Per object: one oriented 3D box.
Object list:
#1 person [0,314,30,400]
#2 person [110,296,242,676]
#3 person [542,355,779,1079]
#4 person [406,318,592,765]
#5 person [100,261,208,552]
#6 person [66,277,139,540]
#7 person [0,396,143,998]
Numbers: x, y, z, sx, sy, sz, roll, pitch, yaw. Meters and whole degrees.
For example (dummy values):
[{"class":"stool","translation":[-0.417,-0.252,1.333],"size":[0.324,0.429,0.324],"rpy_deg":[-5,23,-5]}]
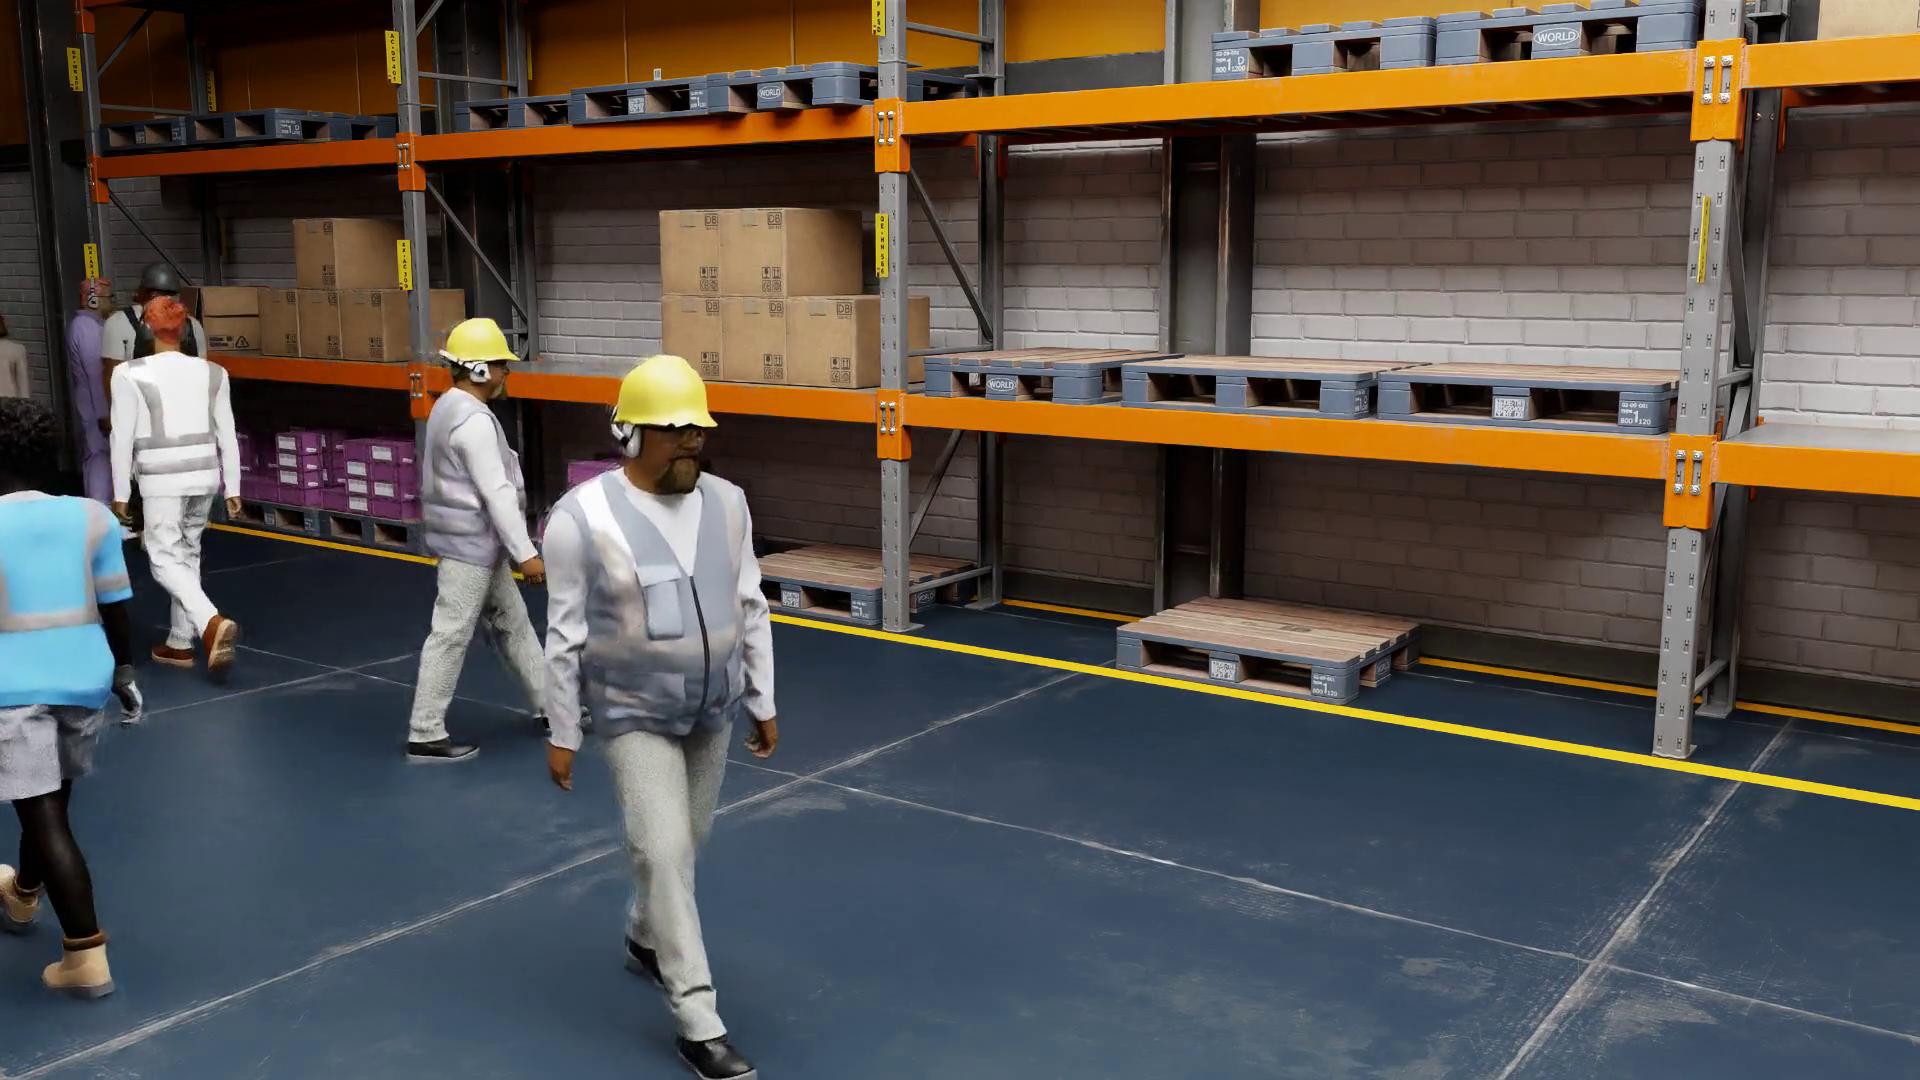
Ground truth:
[{"class":"person","translation":[-8.189,-1.159,14.190],"size":[0.498,1.622,0.577],"rpy_deg":[-8,12,-40]},{"class":"person","translation":[-3.761,-0.253,8.096],"size":[0.816,1.857,0.586],"rpy_deg":[7,12,35]},{"class":"person","translation":[-0.743,0.419,4.305],"size":[0.613,1.793,0.848],"rpy_deg":[-8,13,-41]},{"class":"person","translation":[-1.863,0.007,6.753],"size":[0.908,1.786,0.608],"rpy_deg":[-4,10,-21]},{"class":"person","translation":[-5.499,-0.918,11.506],"size":[0.538,2.000,0.699],"rpy_deg":[8,13,40]},{"class":"person","translation":[-6.235,-0.953,12.114],"size":[0.403,1.906,0.652],"rpy_deg":[-6,11,-32]},{"class":"person","translation":[-2.664,0.417,4.706],"size":[0.899,1.633,0.557],"rpy_deg":[6,11,34]}]
